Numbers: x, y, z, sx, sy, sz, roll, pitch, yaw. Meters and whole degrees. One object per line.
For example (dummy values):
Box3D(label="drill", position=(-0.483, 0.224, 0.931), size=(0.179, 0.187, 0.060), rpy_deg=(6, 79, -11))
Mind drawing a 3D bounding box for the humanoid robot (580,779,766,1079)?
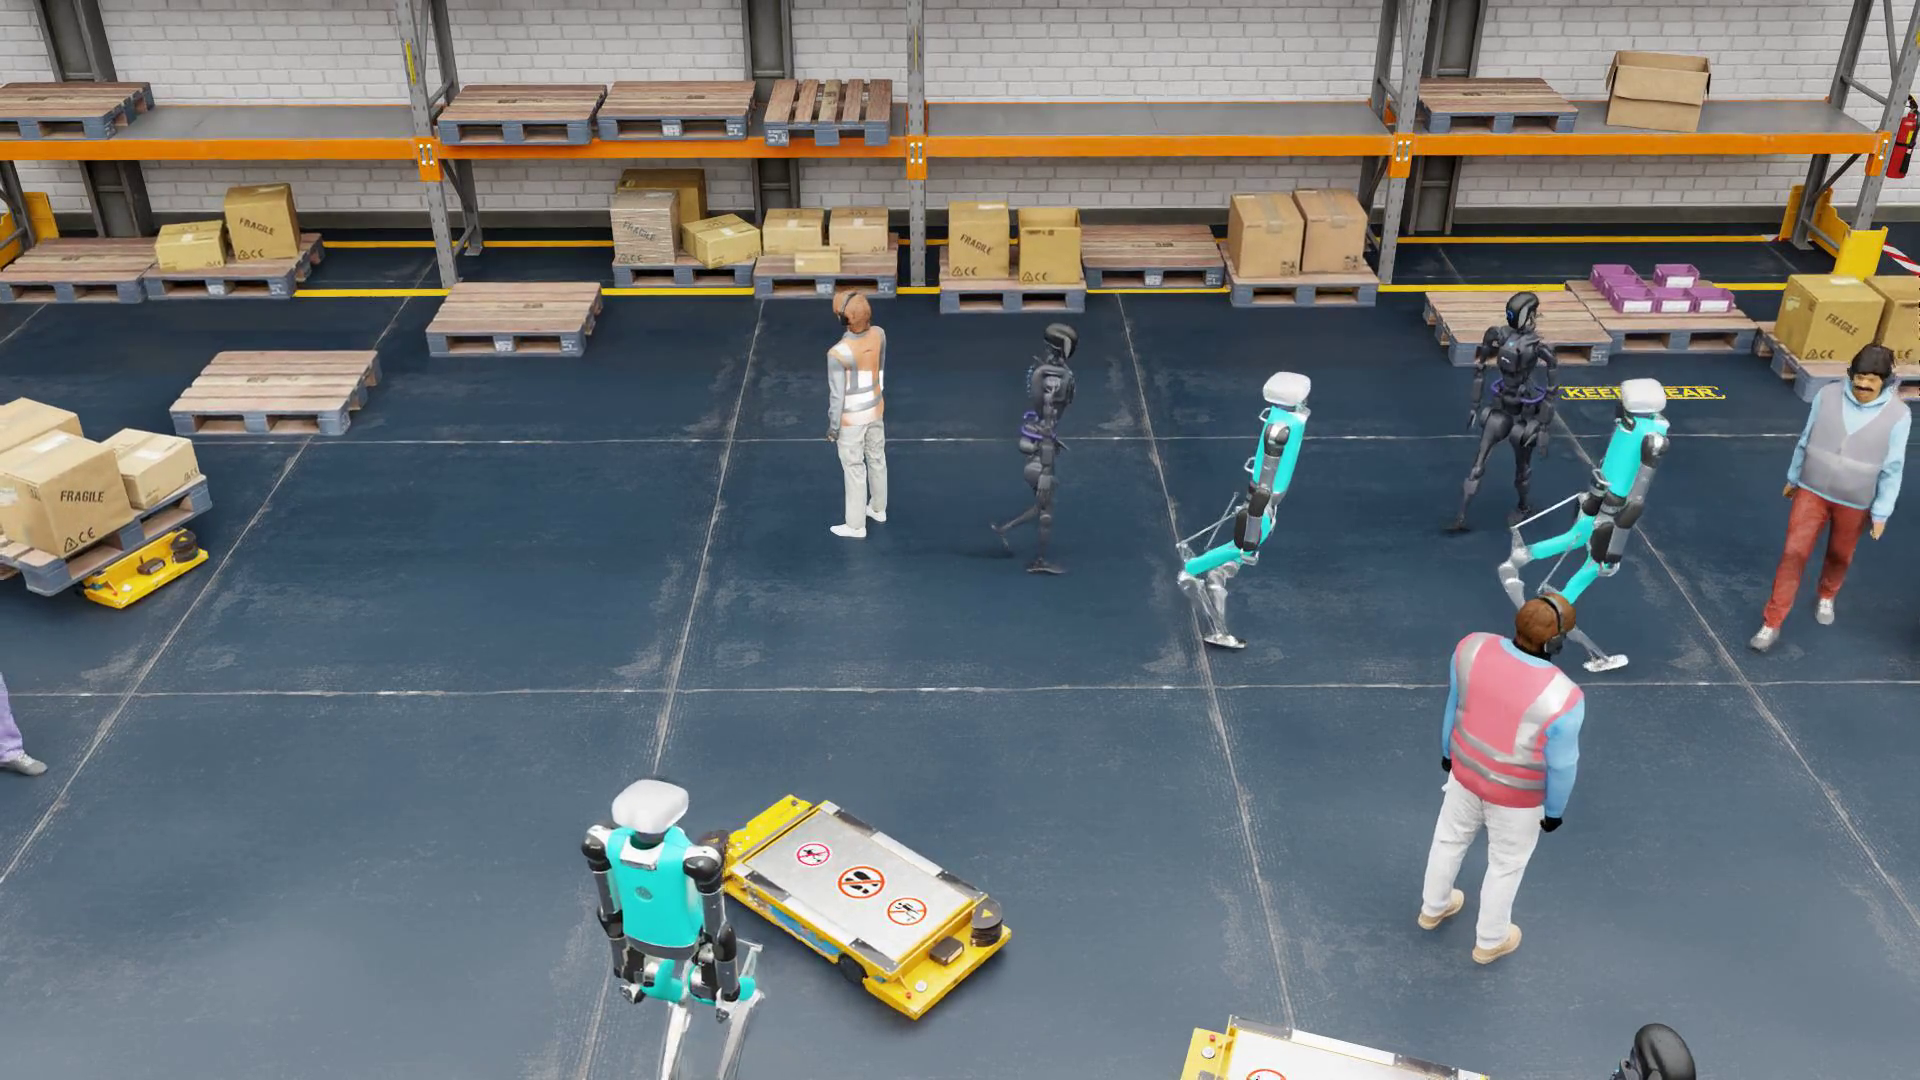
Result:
Box3D(label="humanoid robot", position=(-1.023, 1.546, 6.380), size=(0.546, 1.760, 0.707), rpy_deg=(9, 32, 14))

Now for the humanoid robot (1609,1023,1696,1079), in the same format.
Box3D(label="humanoid robot", position=(2.110, 2.184, 5.398), size=(0.599, 1.653, 0.315), rpy_deg=(-10, 33, -17))

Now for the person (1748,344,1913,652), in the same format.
Box3D(label="person", position=(4.922, -0.252, 9.322), size=(0.587, 1.836, 0.883), rpy_deg=(22, 37, 32))

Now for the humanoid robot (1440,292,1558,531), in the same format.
Box3D(label="humanoid robot", position=(3.439, -0.776, 10.381), size=(0.769, 1.625, 0.609), rpy_deg=(-24, 38, -34))

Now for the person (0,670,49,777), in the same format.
Box3D(label="person", position=(-5.143, 0.393, 8.263), size=(0.794, 1.807, 0.587), rpy_deg=(17, 35, 26))

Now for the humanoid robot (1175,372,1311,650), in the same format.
Box3D(label="humanoid robot", position=(1.494, -0.073, 9.222), size=(0.726, 1.897, 0.540), rpy_deg=(12, 33, 19))

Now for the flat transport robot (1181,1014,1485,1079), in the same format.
Box3D(label="flat transport robot", position=(1.569, 2.316, 6.556), size=(1.431, 0.231, 0.659), rpy_deg=(10, 32, 16))

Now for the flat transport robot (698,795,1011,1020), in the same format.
Box3D(label="flat transport robot", position=(-0.520, 1.633, 7.692), size=(1.431, 0.231, 0.659), rpy_deg=(24, 38, 34))

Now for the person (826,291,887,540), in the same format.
Box3D(label="person", position=(-0.637, -0.774, 10.366), size=(0.306, 1.640, 0.510), rpy_deg=(20, 36, 29))

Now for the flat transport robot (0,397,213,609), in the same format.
Box3D(label="flat transport robot", position=(-5.458, 0.034, 10.354), size=(1.431, 0.231, 0.659), rpy_deg=(15, 34, 23))

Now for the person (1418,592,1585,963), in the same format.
Box3D(label="person", position=(2.351, 1.023, 7.197), size=(0.434, 1.833, 0.629), rpy_deg=(-21, 37, -31))

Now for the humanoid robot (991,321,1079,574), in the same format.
Box3D(label="humanoid robot", position=(0.428, -0.544, 9.947), size=(0.502, 1.636, 0.604), rpy_deg=(3, 31, 5))

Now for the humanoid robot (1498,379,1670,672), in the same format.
Box3D(label="humanoid robot", position=(3.312, -0.041, 9.079), size=(0.815, 1.782, 0.540), rpy_deg=(1, 31, 1))
